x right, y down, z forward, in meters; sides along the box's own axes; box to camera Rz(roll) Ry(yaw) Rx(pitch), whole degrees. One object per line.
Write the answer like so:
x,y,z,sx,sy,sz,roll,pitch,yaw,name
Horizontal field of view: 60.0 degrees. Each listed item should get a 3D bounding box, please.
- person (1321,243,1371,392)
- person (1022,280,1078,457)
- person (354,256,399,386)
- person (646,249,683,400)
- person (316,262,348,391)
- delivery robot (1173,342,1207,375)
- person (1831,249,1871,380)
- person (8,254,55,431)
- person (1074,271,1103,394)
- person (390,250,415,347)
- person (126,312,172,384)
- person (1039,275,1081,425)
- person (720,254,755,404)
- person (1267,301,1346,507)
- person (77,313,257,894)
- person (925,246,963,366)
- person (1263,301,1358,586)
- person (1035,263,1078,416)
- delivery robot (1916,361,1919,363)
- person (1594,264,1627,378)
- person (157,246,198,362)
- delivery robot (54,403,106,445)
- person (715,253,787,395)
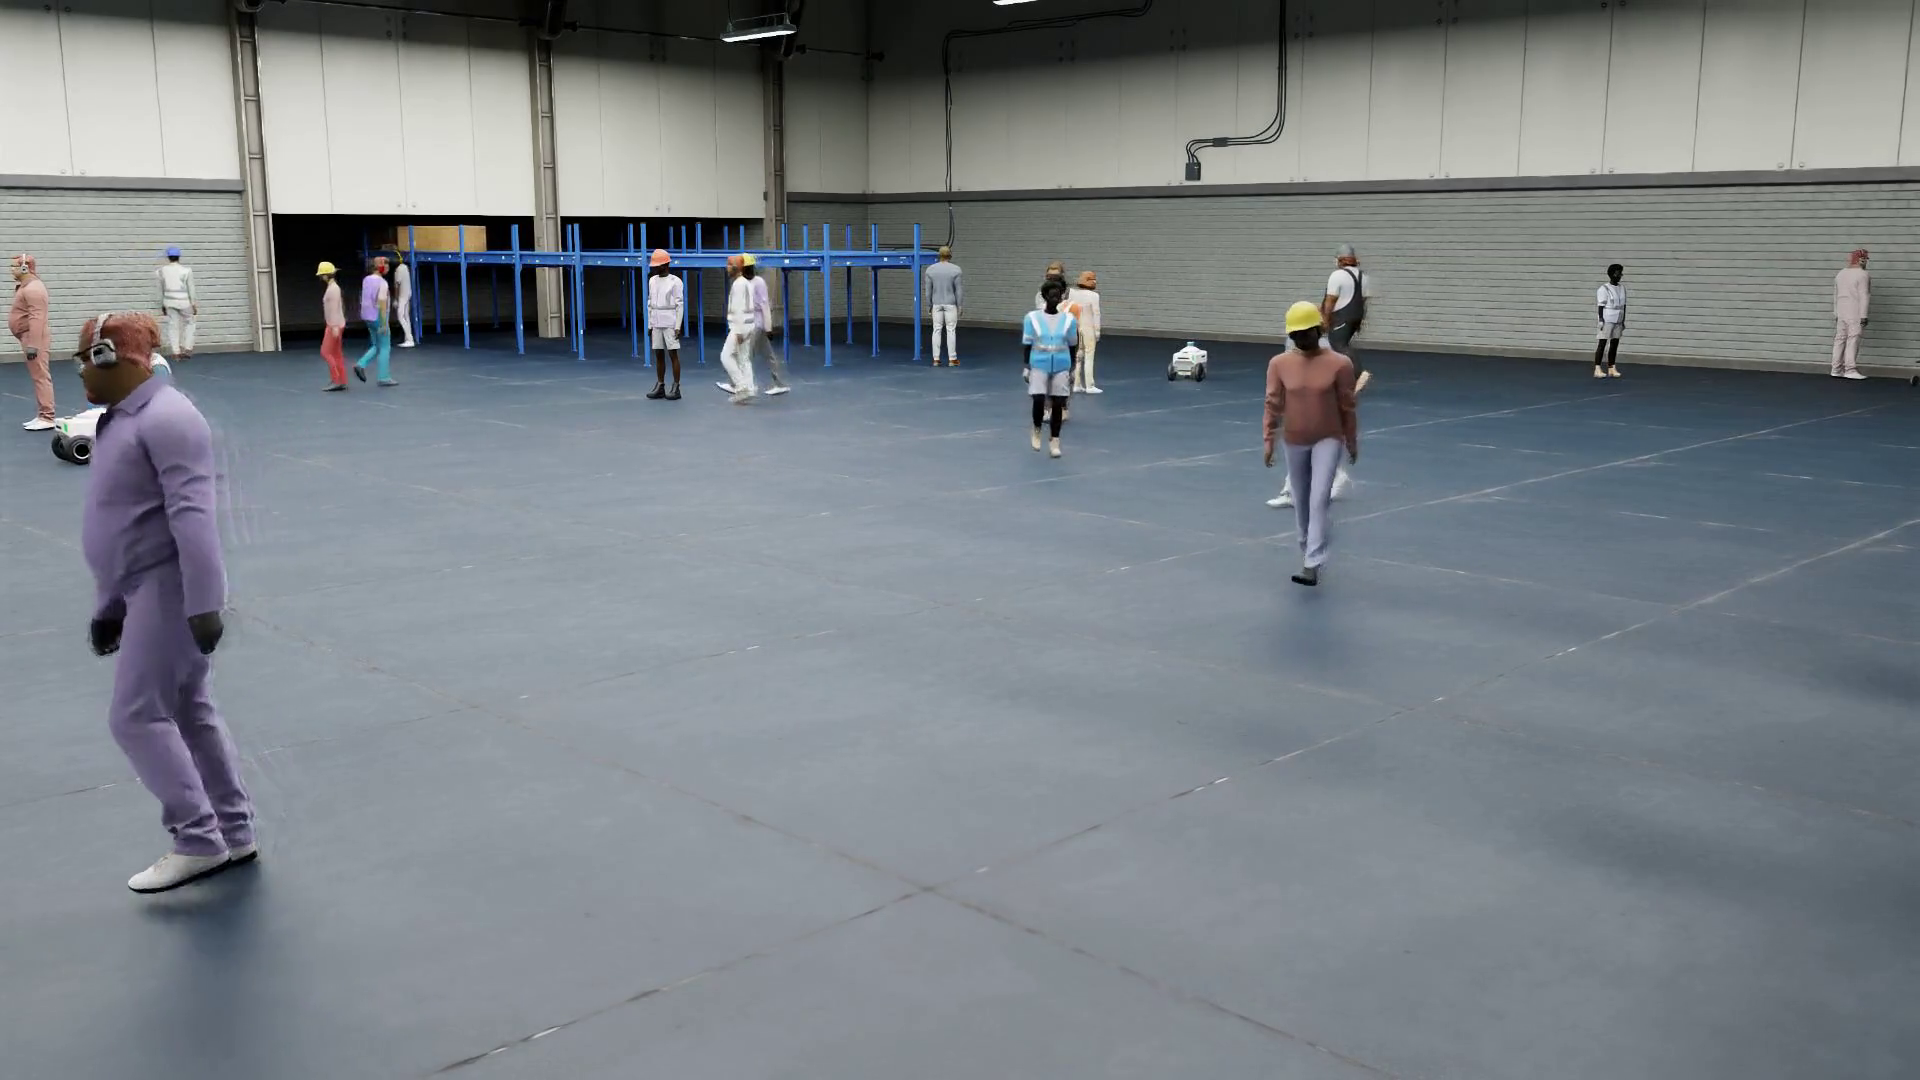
5.227,-2.980,22.396,0.677,2.000,0.874,-9,14,-42,person
0.866,-1.633,15.880,0.544,1.687,0.356,-1,10,-5,person
-8.193,-3.062,23.314,0.594,1.820,0.508,9,14,41,person
-3.841,-2.792,21.561,0.542,1.929,0.368,6,12,29,person
-8.579,-2.898,22.606,0.421,1.750,0.559,-4,11,-20,person
3.392,-2.672,24.502,0.477,0.478,0.707,5,11,24,delivery robot
13.210,-3.336,24.584,0.401,1.906,0.650,-2,11,-9,person
-10.145,-2.160,18.168,0.406,1.910,0.639,-6,12,-28,person
1.698,-2.795,22.382,0.286,1.632,0.501,-9,13,-39,person
-10.537,-4.560,31.479,0.359,1.834,0.658,0,10,0,person
-5.048,-0.596,10.373,0.520,1.640,0.307,10,14,43,person
1.029,-2.114,18.587,0.551,1.663,0.787,9,14,41,person
-2.799,-2.637,20.884,0.486,1.866,0.598,0,10,1,person
2.777,-1.084,13.140,0.781,1.603,0.497,-5,11,-24,person
-2.612,0.206,5.426,0.500,1.863,0.741,-7,13,-34,person
-0.246,-3.801,27.029,0.636,1.939,0.358,3,11,16,person
2.121,-0.579,10.070,0.549,1.715,0.909,5,11,24,person
1.131,-2.342,19.482,0.510,1.802,0.952,1,10,7,person
13.855,-2.619,23.514,0.698,0.223,0.335,-4,11,-22,delivery robot
9.716,-3.269,24.814,0.530,1.689,0.321,-5,11,-24,person
-13.197,-3.996,28.119,0.634,1.923,0.589,-1,10,-4,person
-8.155,-1.066,15.758,0.707,0.478,0.477,-10,14,-42,delivery robot
-2.763,-2.834,21.947,1.026,1.862,0.586,-4,11,-19,person
